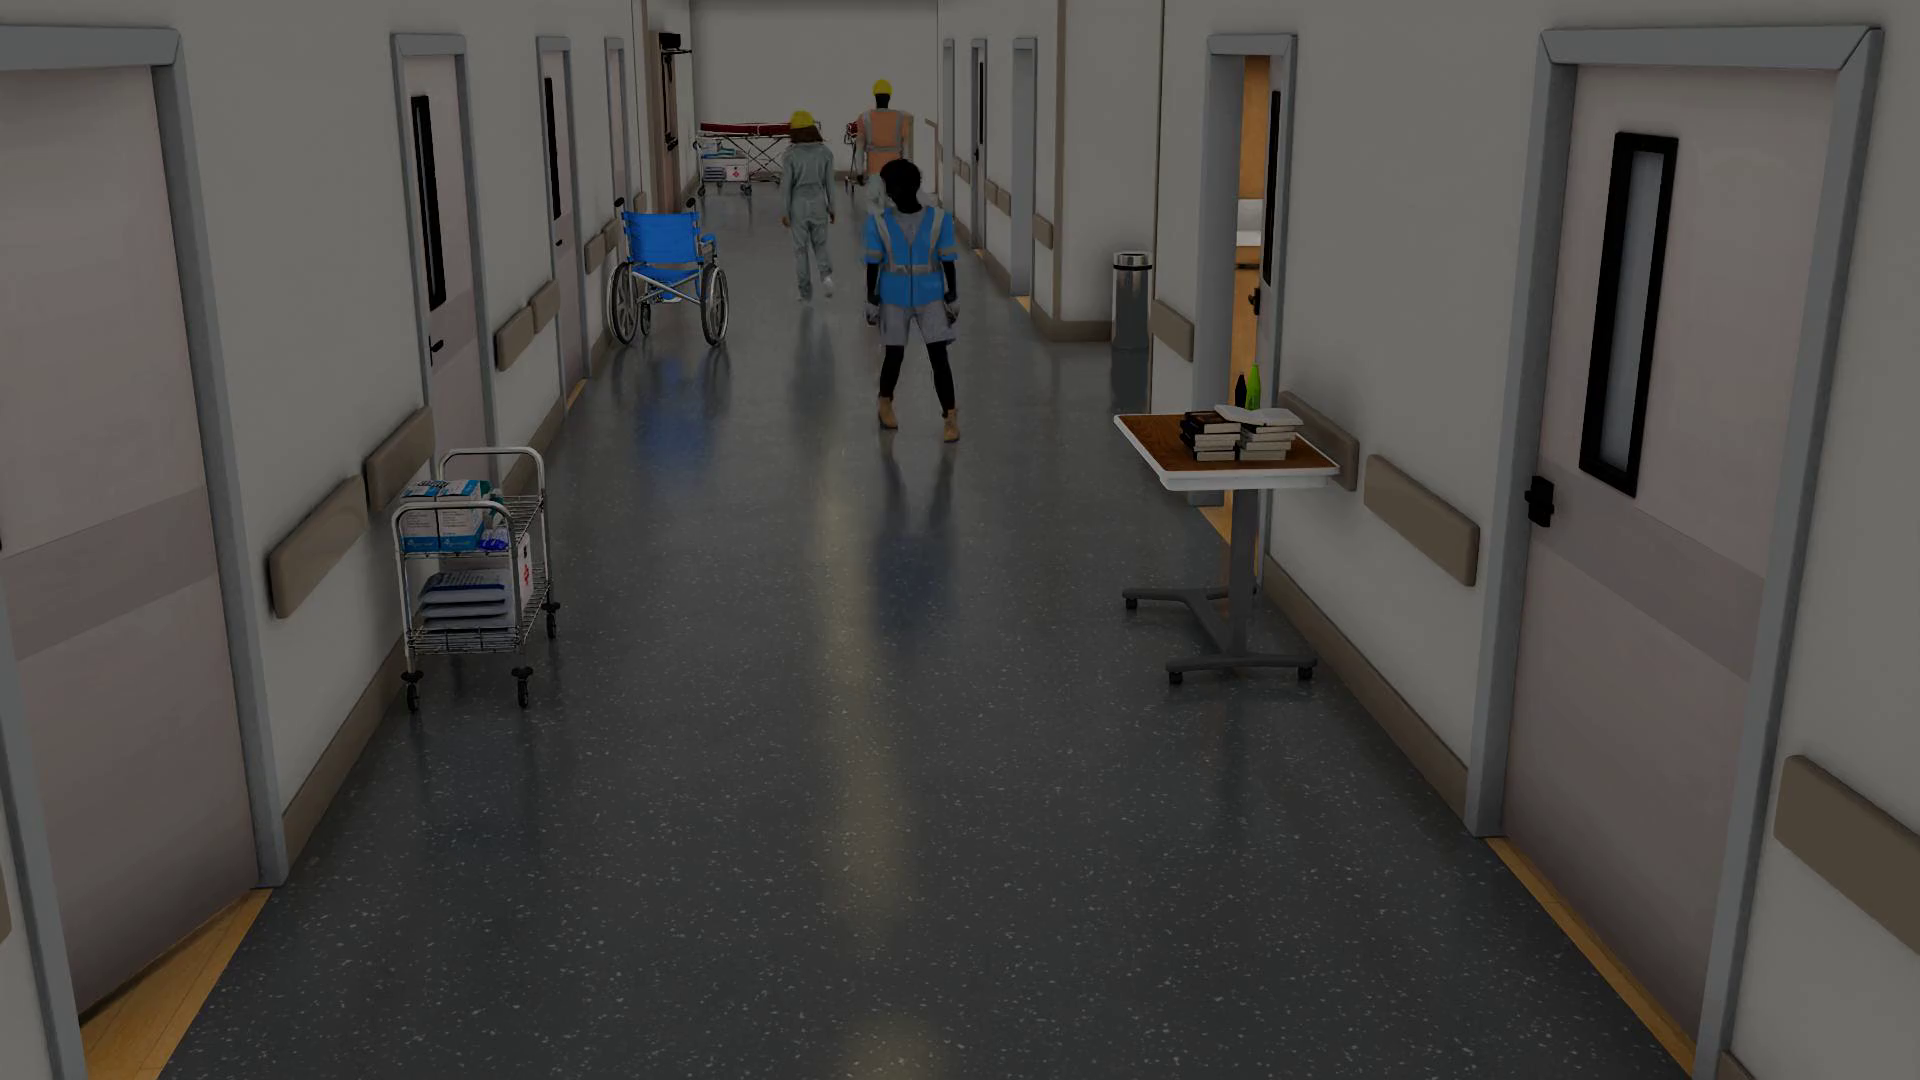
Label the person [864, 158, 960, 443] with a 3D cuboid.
[{"bbox_3d":[-0.283,-1.433,9.922,0.572,1.663,0.594,-1,17,-2],"label":"person"}]

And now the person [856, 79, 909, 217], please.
[{"bbox_3d":[-0.859,-4.182,18.644,0.591,1.910,0.545,-2,17,-7],"label":"person"}]

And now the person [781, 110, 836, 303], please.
[{"bbox_3d":[-1.356,-2.970,14.913,0.501,1.715,0.457,-6,18,-19],"label":"person"}]
